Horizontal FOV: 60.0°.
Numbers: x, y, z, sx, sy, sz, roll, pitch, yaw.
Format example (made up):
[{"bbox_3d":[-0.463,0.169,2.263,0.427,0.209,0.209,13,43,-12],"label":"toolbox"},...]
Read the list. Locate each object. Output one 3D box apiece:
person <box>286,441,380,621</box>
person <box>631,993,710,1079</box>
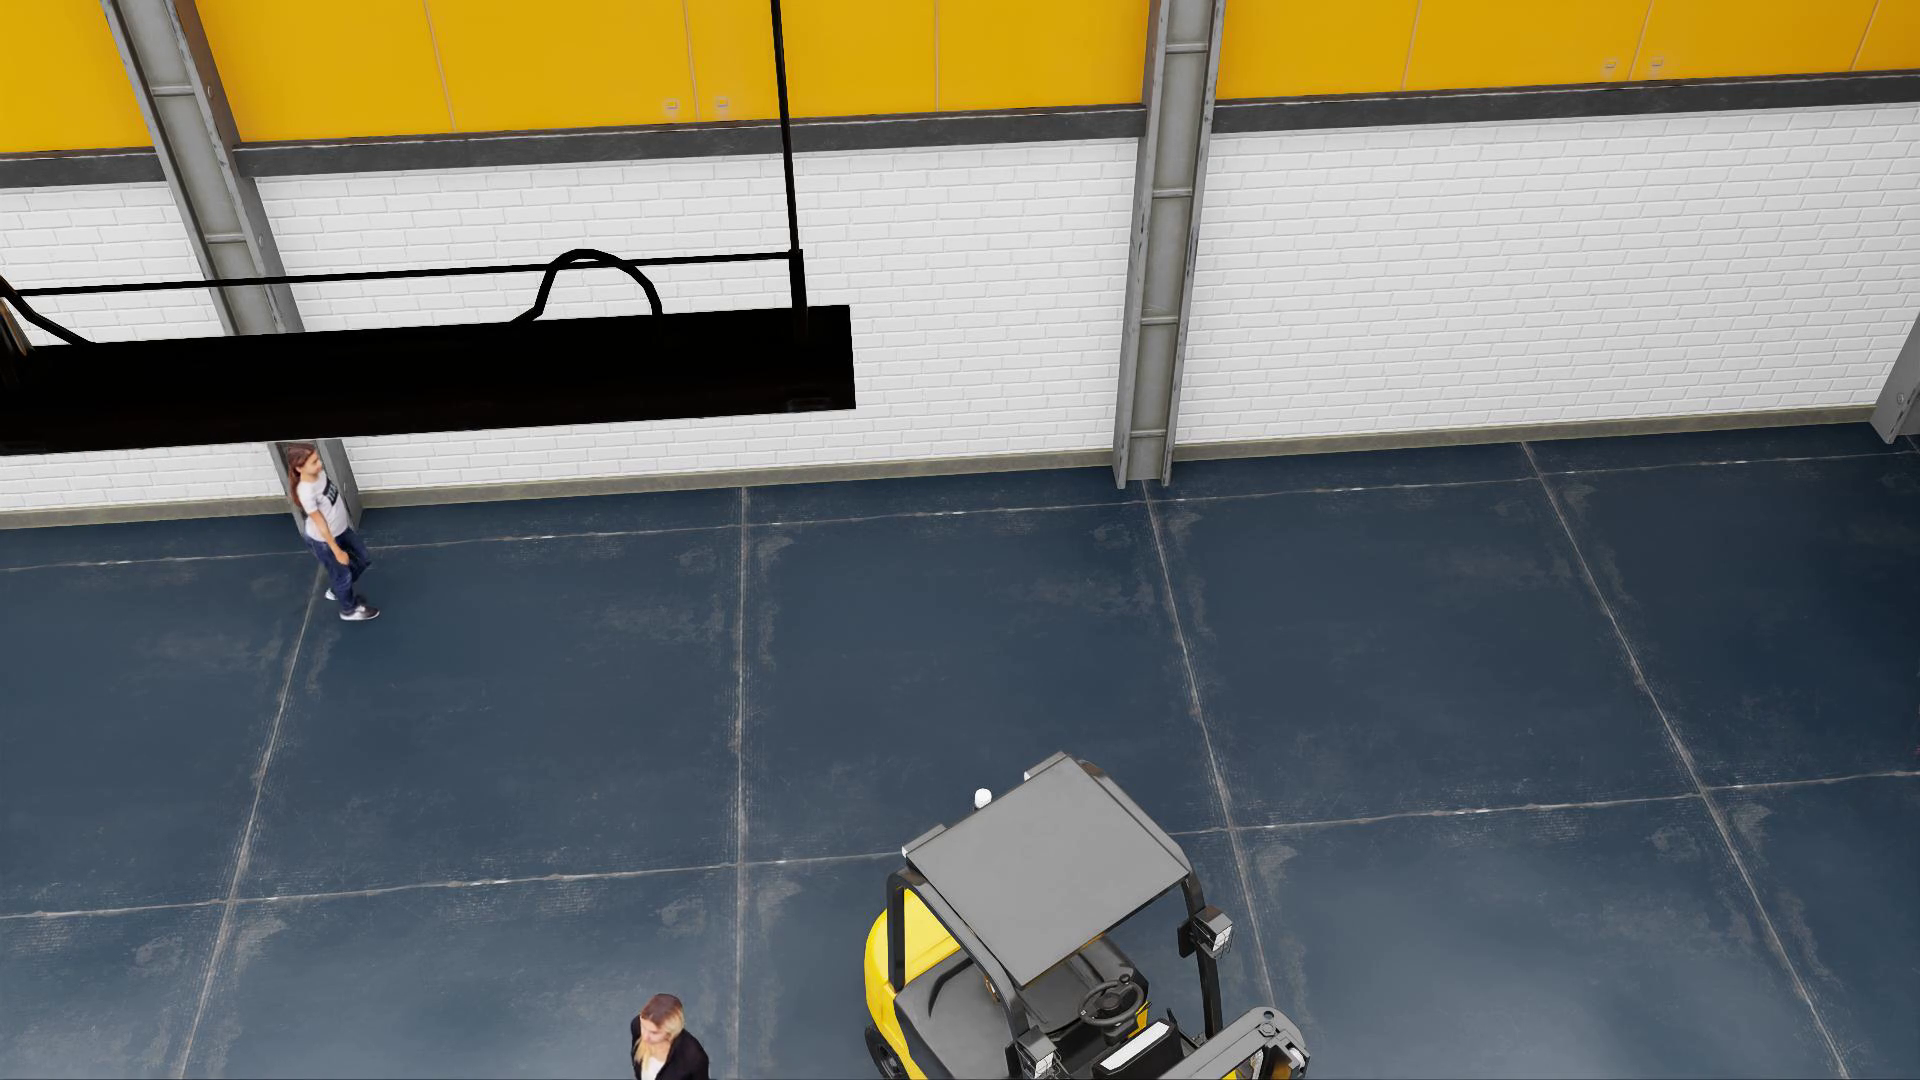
[{"bbox_3d":[-4.231,-0.035,10.979,0.619,1.547,0.551,-1,44,-1],"label":"person"},{"bbox_3d":[-1.298,2.650,8.100,1.079,1.631,1.022,20,47,20],"label":"person"}]
